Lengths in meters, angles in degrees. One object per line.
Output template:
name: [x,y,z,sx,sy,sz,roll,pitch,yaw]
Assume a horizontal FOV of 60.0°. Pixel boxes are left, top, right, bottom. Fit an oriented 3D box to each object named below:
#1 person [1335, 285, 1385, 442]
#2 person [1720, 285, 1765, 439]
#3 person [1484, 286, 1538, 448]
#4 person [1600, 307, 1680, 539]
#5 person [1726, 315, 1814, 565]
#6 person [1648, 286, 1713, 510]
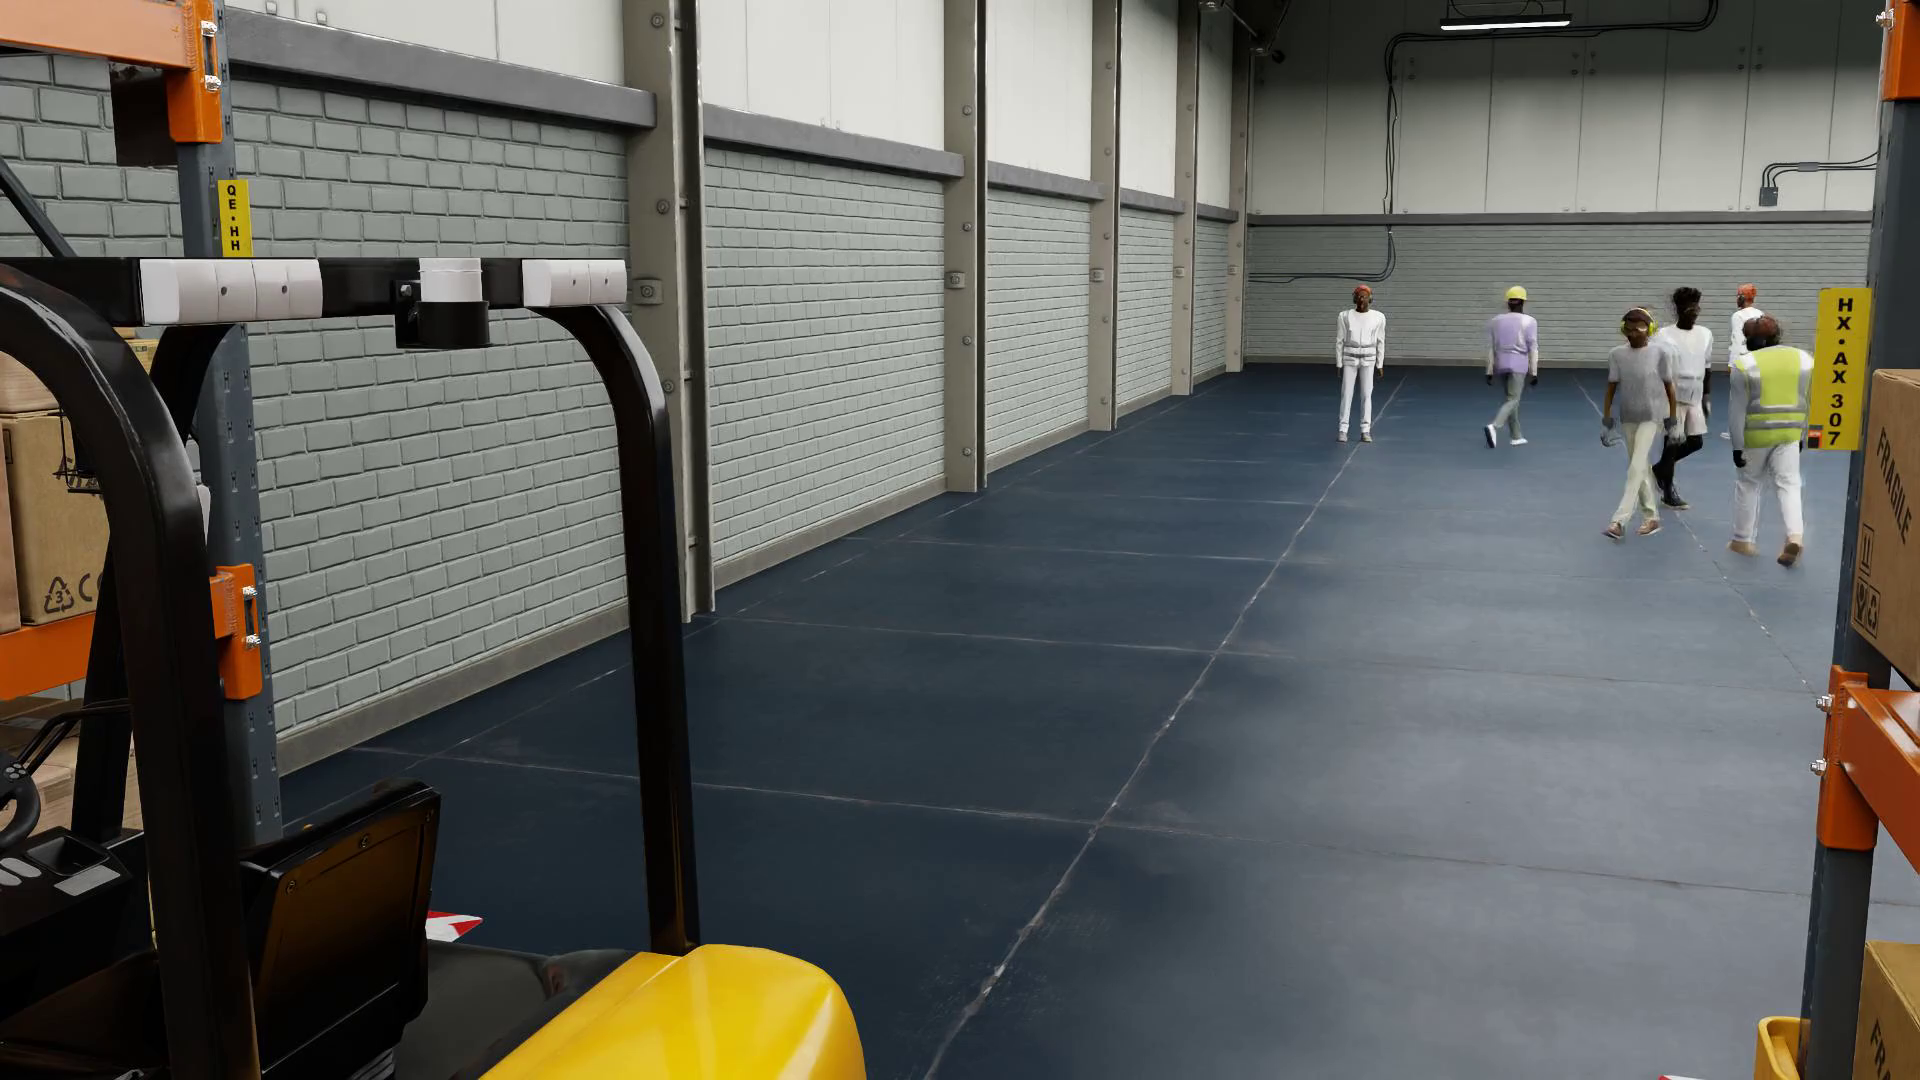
person: [4.801,-2.114,19.996,0.573,1.883,0.357,2,10,11]
person: [9.553,-2.161,20.281,0.576,1.881,0.354,-6,11,-33]
person: [6.422,-2.017,19.433,0.890,1.889,0.612,-8,13,-41]
person: [5.278,-0.902,12.980,0.930,1.811,0.529,-8,12,-39]
person: [5.870,-0.725,12.035,0.619,1.793,0.925,1,10,5]
person: [6.322,-1.264,14.717,0.618,1.952,0.600,-3,10,-15]
